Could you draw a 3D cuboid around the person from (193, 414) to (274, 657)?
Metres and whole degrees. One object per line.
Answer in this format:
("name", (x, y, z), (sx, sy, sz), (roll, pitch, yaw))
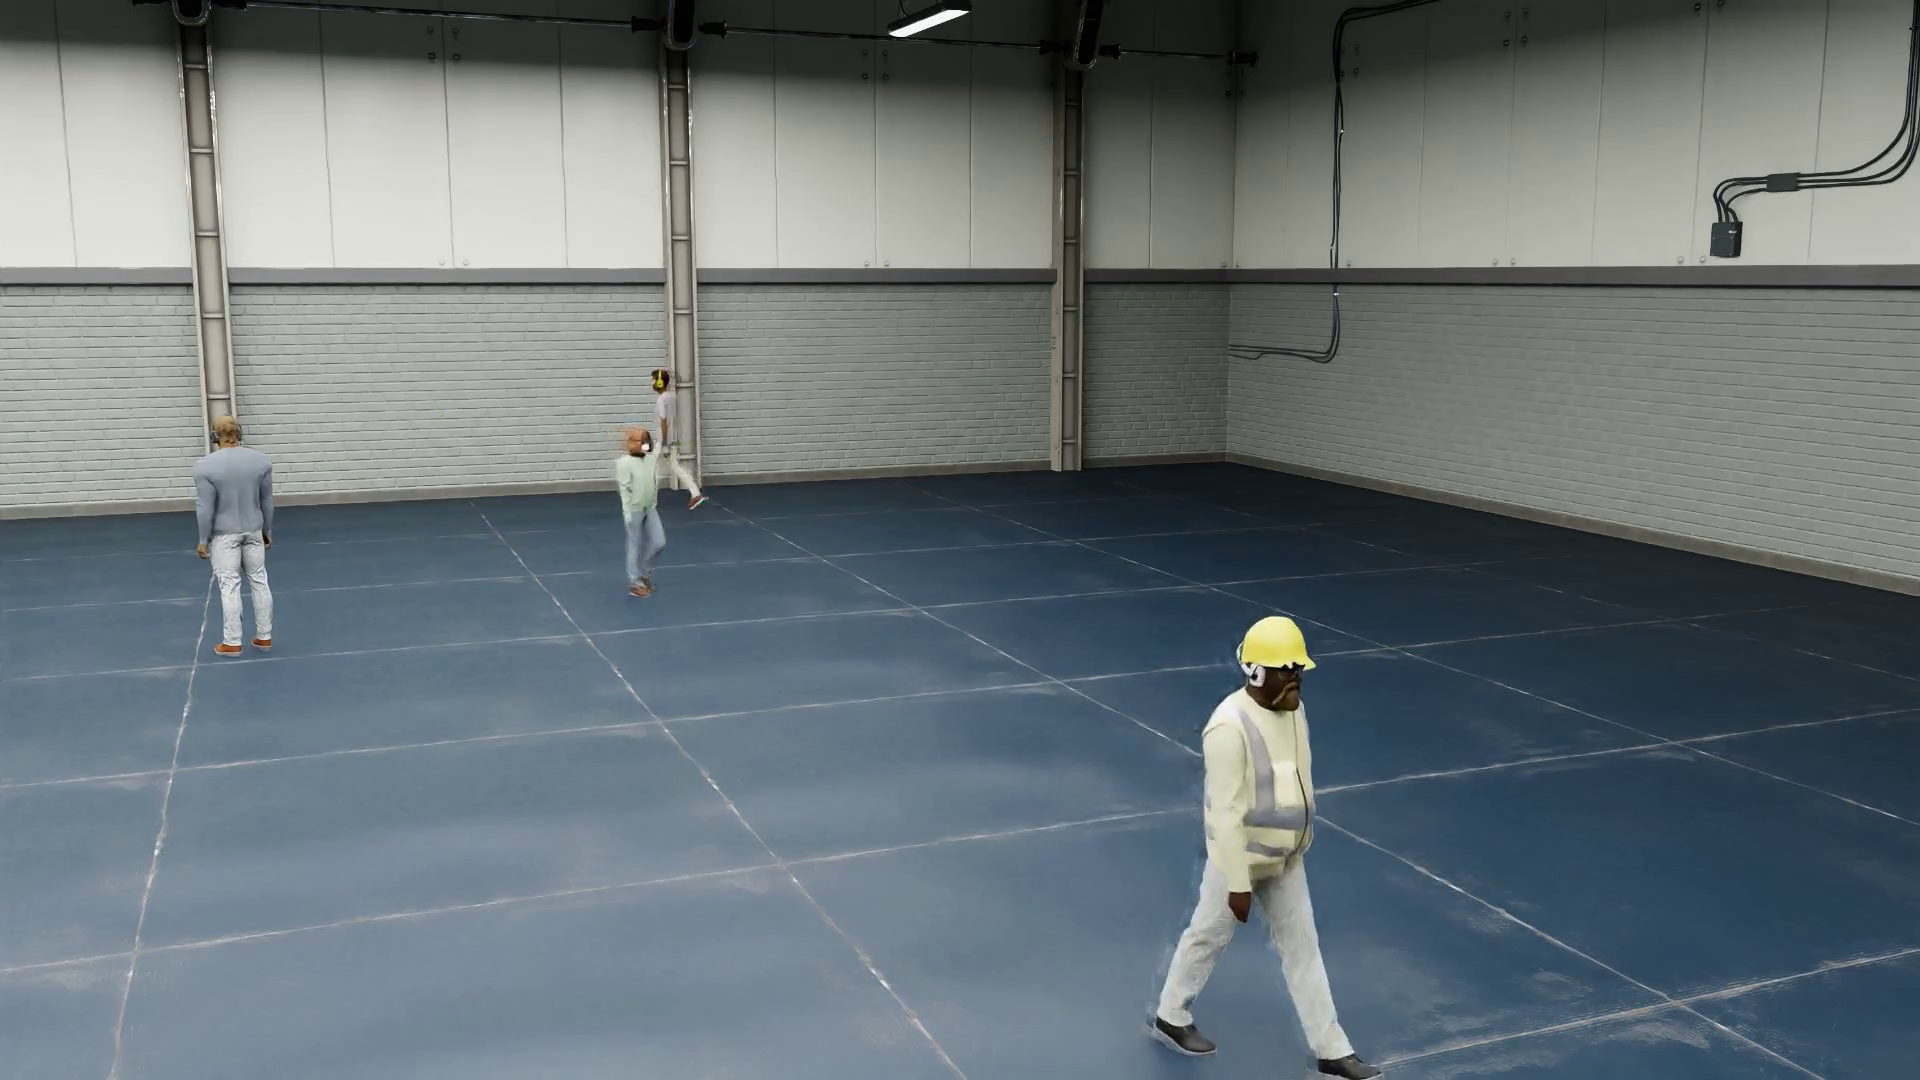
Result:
("person", (-5.783, -0.035, 13.278), (0.371, 1.934, 0.627), (8, 12, 40))

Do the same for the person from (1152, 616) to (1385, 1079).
("person", (1.129, 1.160, 6.259), (0.947, 1.780, 0.620), (8, 12, 41))

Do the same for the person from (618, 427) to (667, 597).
("person", (-2.993, -0.257, 15.645), (0.376, 1.617, 0.511), (7, 11, 37))

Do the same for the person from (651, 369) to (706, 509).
("person", (-3.770, -1.293, 21.477), (0.927, 1.837, 0.513), (2, 9, 10))
